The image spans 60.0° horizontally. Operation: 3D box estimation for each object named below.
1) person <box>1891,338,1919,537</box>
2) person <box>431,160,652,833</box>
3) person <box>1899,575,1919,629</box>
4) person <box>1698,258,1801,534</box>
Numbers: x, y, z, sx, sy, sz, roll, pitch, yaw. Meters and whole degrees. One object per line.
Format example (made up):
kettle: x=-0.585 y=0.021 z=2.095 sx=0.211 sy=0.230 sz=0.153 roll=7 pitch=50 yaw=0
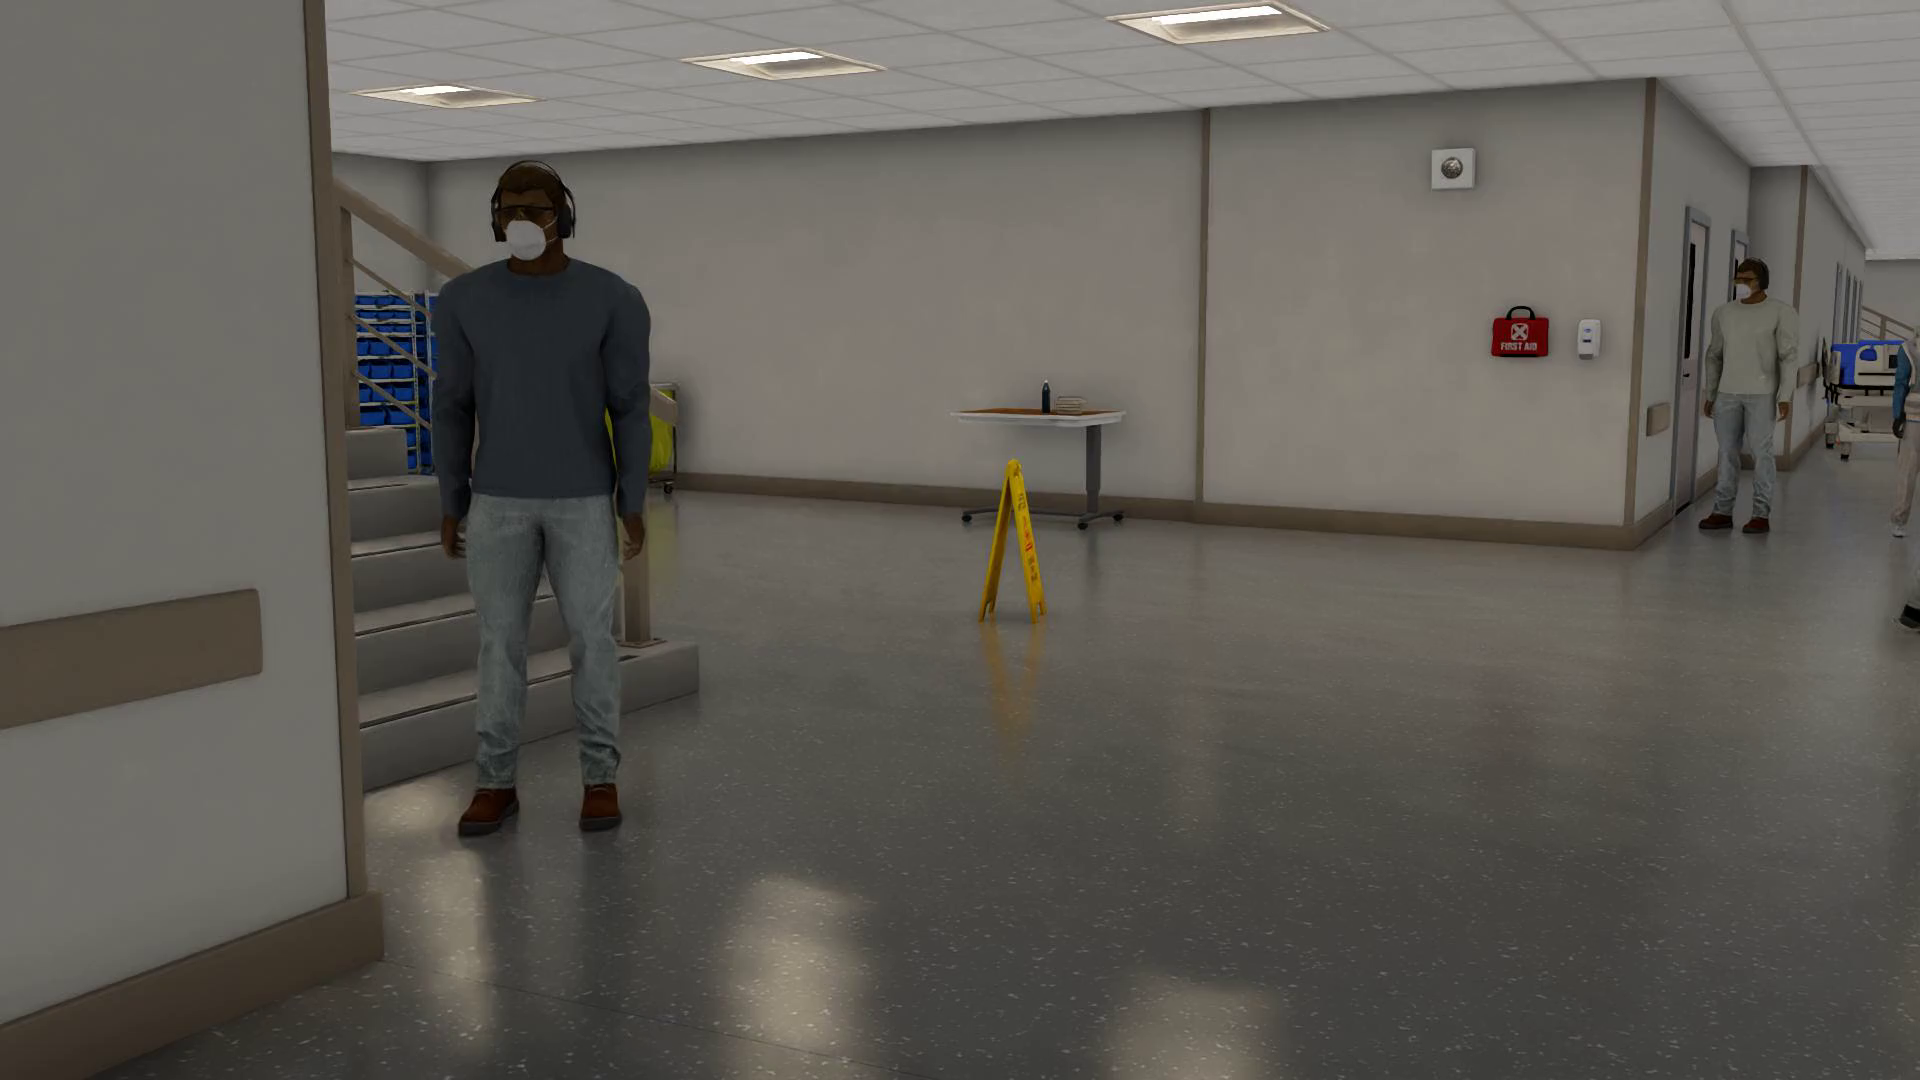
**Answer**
person: x=6.666 y=-0.813 z=11.389 sx=0.513 sy=1.633 sz=0.317 roll=3 pitch=8 yaw=22
person: x=-1.212 y=-0.115 z=4.837 sx=0.634 sy=1.937 sz=0.364 roll=0 pitch=7 yaw=-4
person: x=4.748 y=-0.431 z=7.748 sx=0.483 sy=1.803 sz=0.632 roll=5 pitch=9 yaw=33
person: x=5.565 y=-1.014 z=11.750 sx=0.354 sy=1.936 sz=0.635 roll=-6 pitch=9 yaw=-37
